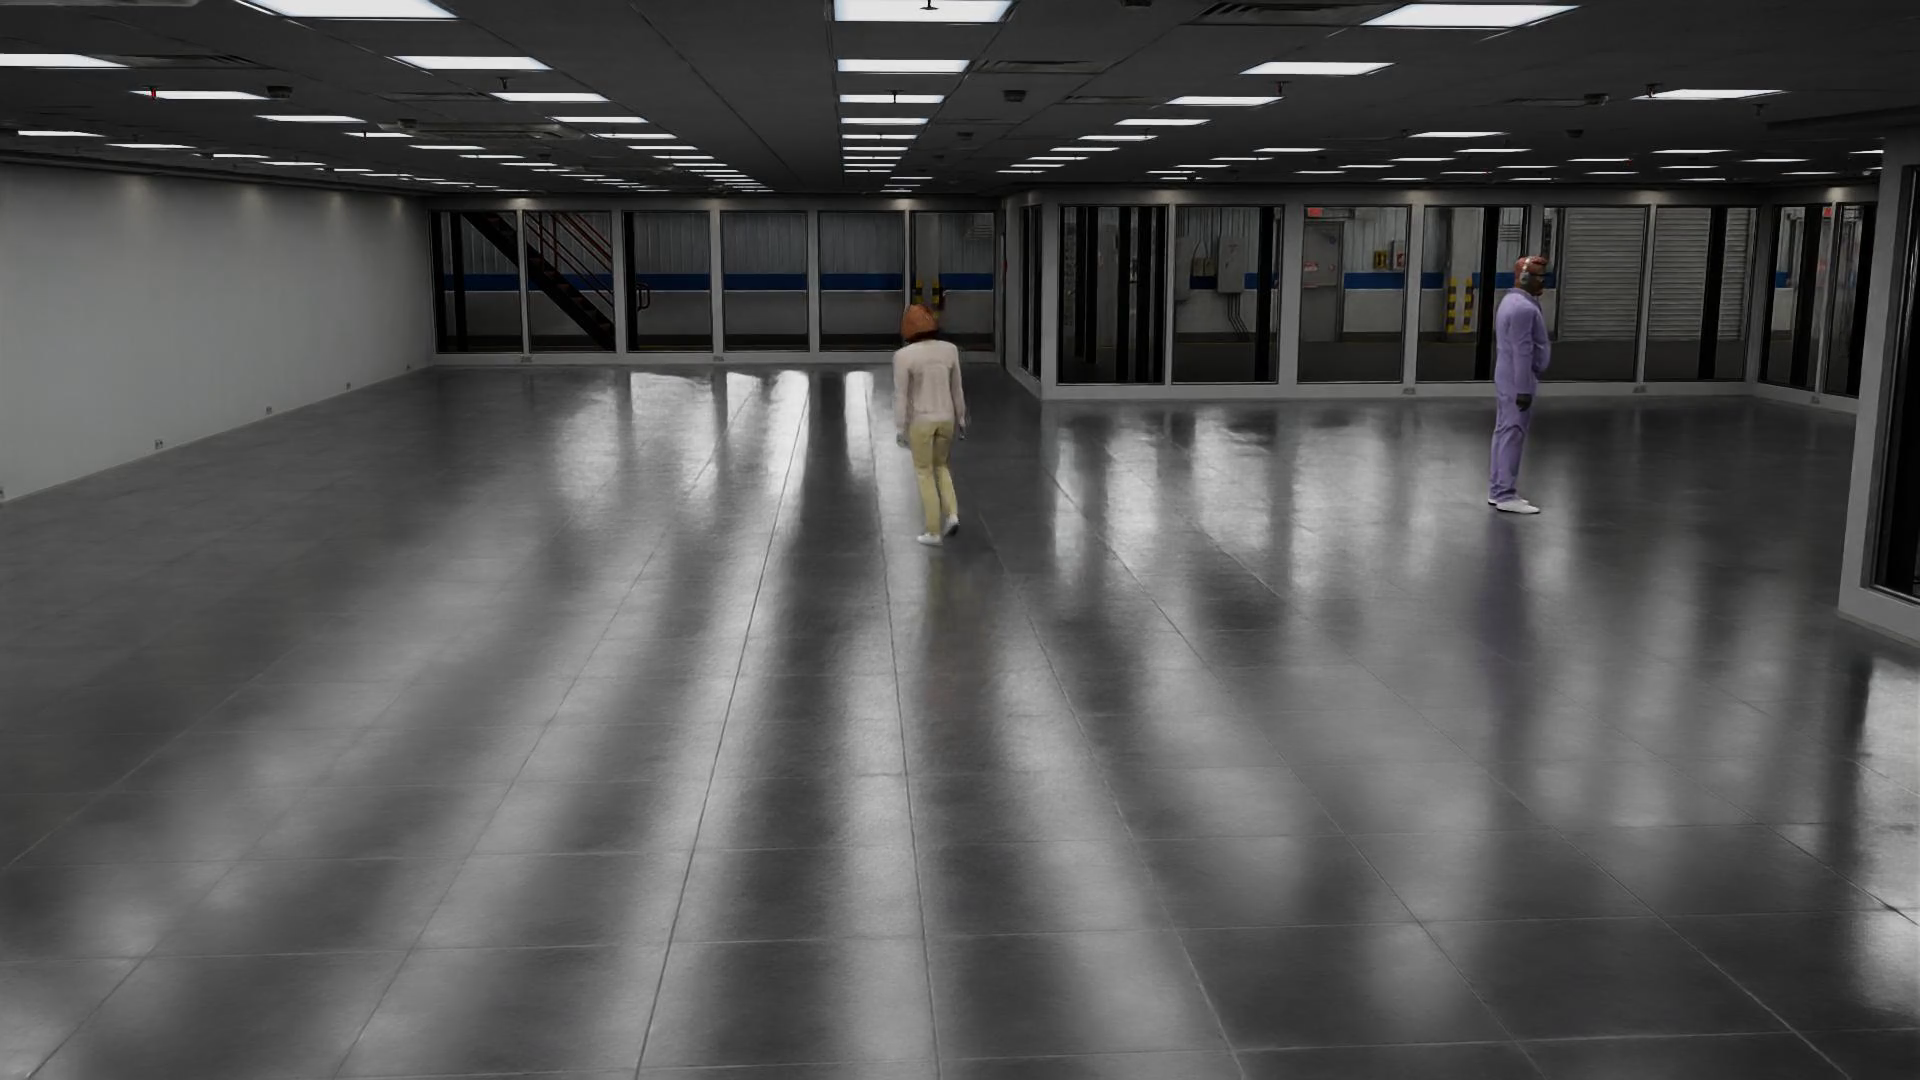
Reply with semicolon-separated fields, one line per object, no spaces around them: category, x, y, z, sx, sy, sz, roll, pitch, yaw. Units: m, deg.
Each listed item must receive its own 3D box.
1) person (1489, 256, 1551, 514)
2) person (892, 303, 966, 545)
person;4.207;-1.162;12.462;0.399;1.905;0.643;2;11;9
person;-0.207;-0.771;11.124;0.523;1.606;0.388;-6;12;-31
